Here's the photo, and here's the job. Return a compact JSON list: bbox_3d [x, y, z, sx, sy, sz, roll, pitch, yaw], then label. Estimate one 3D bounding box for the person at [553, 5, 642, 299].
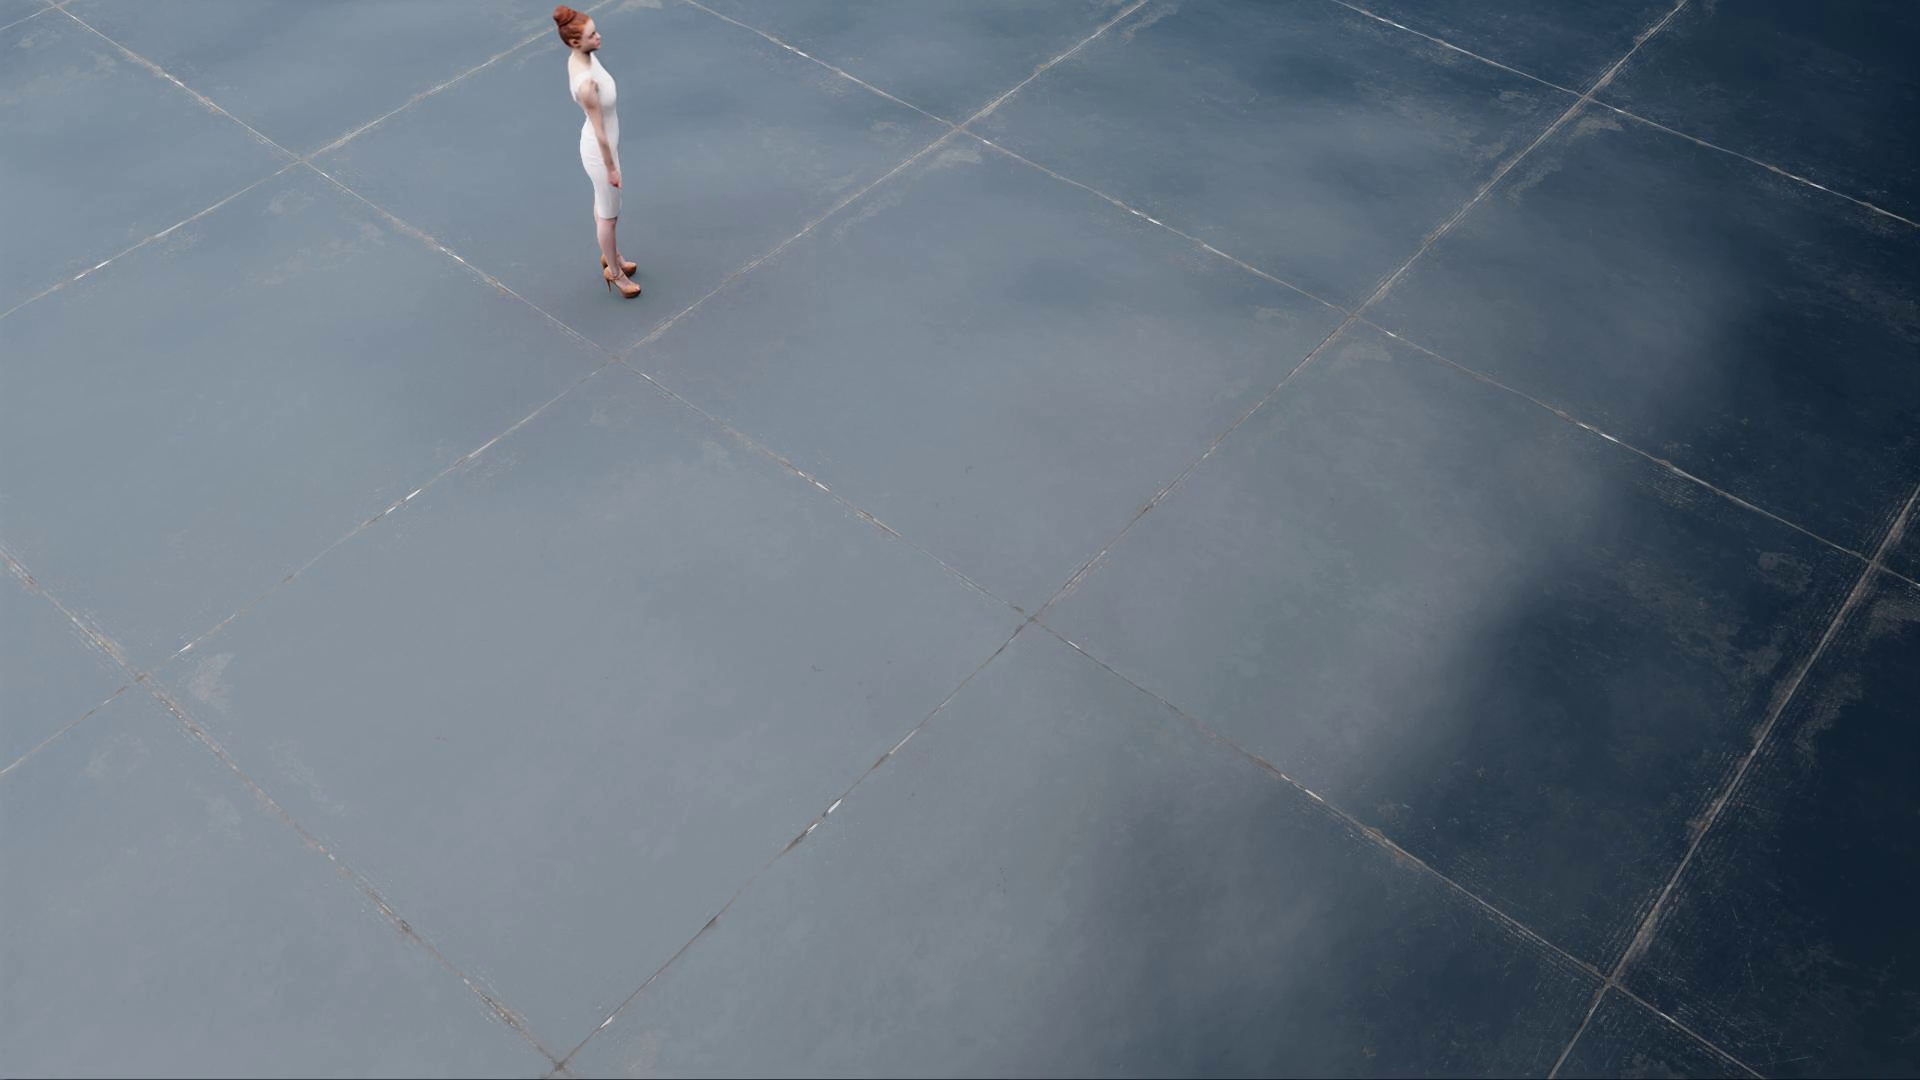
[{"bbox_3d":[-1.992,-2.127,9.192,0.655,1.793,0.624,-9,48,-8],"label":"person"}]
